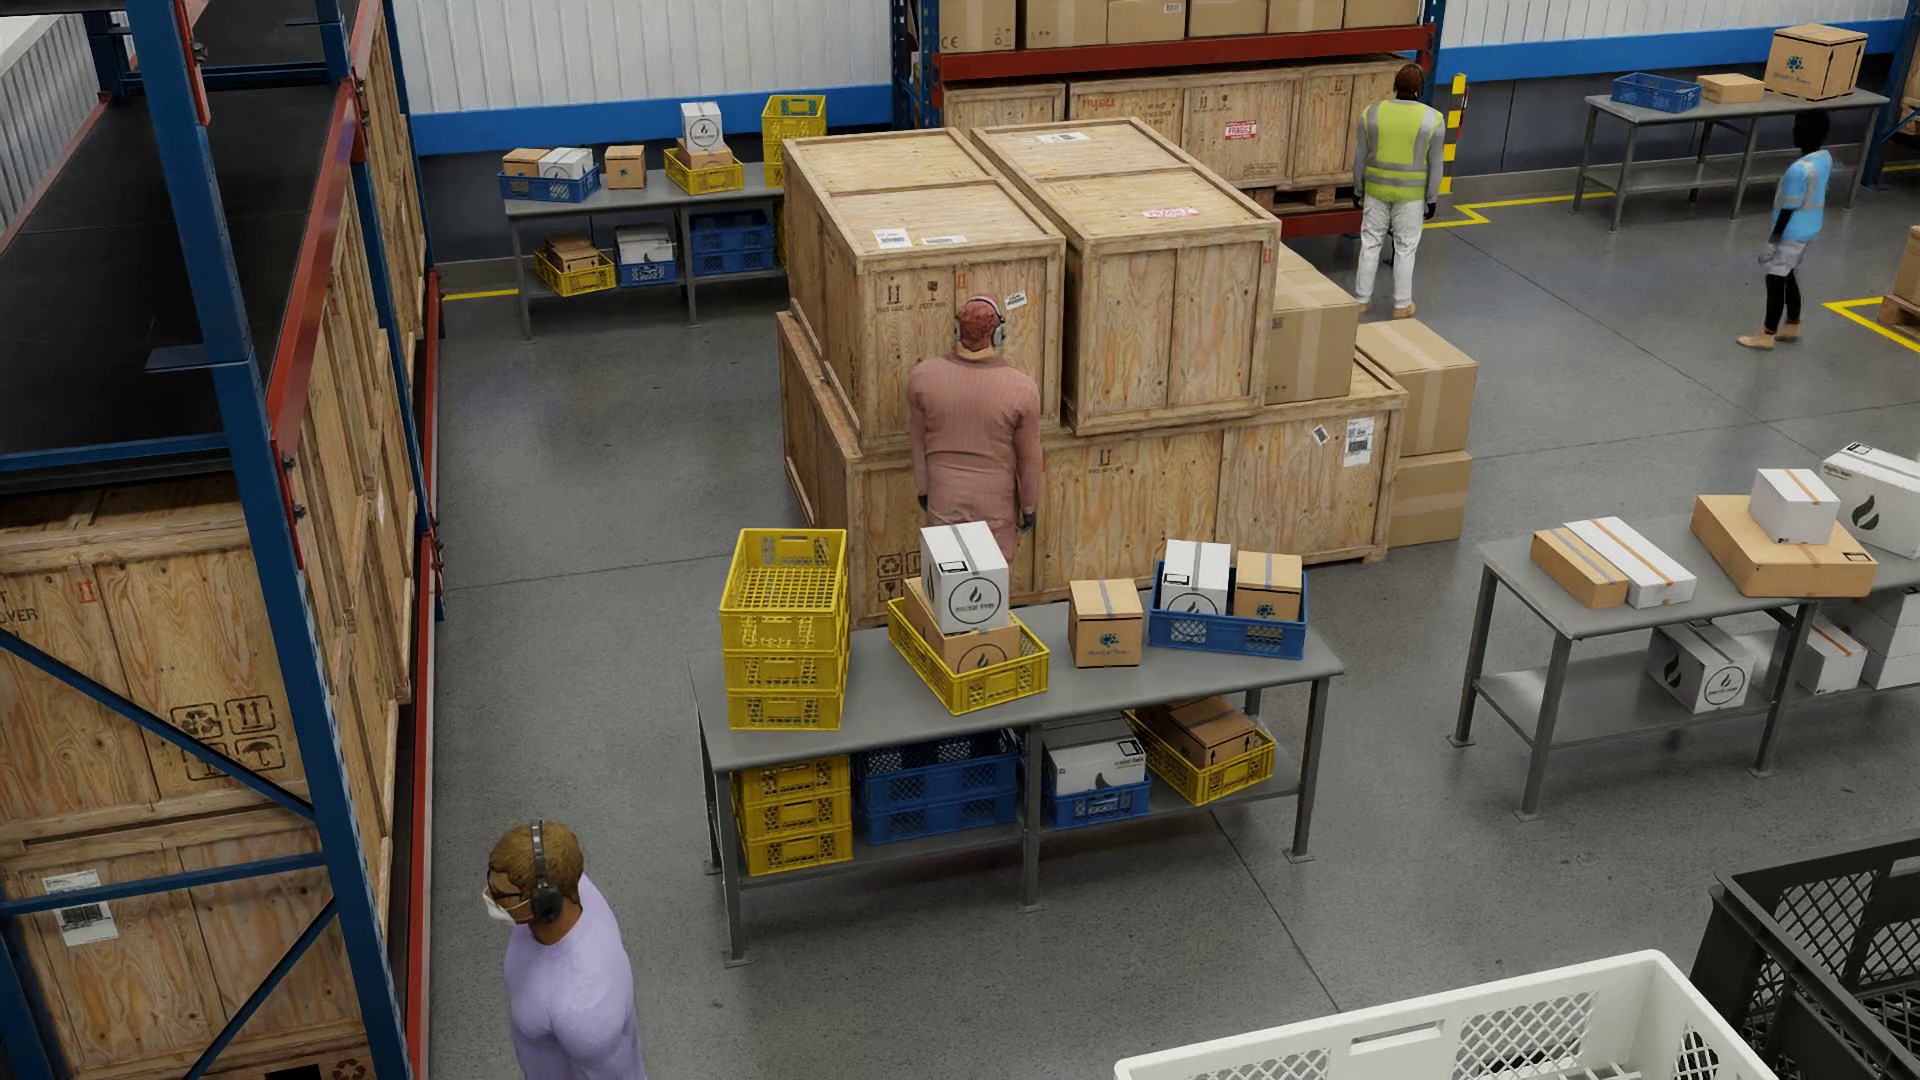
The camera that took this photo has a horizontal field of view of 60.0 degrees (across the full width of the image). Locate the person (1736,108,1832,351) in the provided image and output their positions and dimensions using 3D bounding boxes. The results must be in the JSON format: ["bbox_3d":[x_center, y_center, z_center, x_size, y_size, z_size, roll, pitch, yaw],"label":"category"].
[{"bbox_3d":[5.757,-2.120,11.484,0.353,1.690,0.566,24,37,37],"label":"person"}]

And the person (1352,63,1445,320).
[{"bbox_3d":[3.151,-2.512,12.031,0.634,1.841,0.428,13,31,22],"label":"person"}]

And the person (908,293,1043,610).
[{"bbox_3d":[0.082,-0.244,7.864,0.636,1.899,0.399,8,30,14],"label":"person"}]

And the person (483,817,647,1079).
[{"bbox_3d":[-1.038,1.553,4.554,0.367,1.939,0.635,-11,31,-20],"label":"person"}]
